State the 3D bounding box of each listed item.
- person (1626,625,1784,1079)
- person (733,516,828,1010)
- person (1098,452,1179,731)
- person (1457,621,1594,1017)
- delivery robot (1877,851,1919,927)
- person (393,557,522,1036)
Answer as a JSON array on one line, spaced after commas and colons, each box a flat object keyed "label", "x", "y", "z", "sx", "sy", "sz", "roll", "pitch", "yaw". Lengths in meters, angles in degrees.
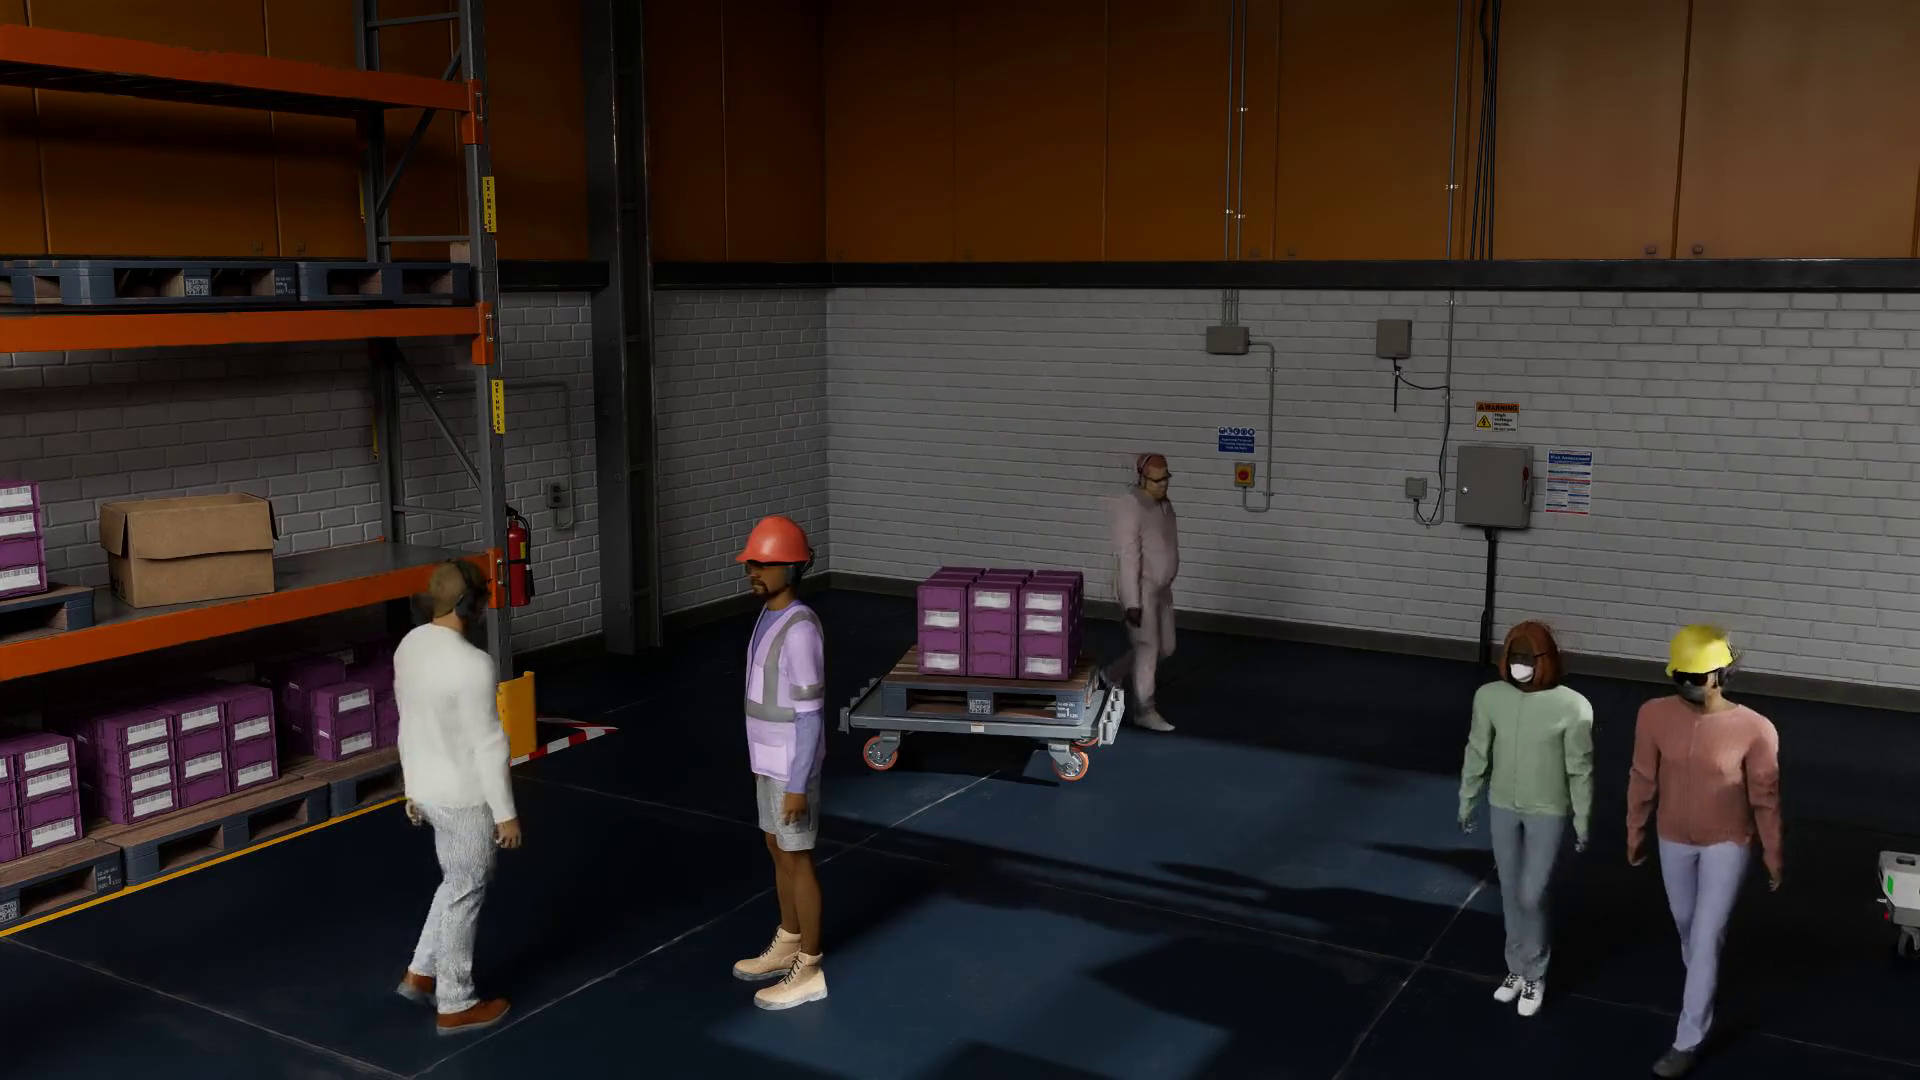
[{"label": "person", "x": 2.911, "y": 1.147, "z": 6.473, "sx": 0.561, "sy": 1.714, "sz": 0.905, "roll": 9, "pitch": 12, "yaw": 43}, {"label": "person", "x": -0.748, "y": 0.911, "z": 6.913, "sx": 0.363, "sy": 2.047, "sz": 0.613, "roll": -4, "pitch": 10, "yaw": -21}, {"label": "person", "x": 1.181, "y": 0.337, "z": 11.060, "sx": 0.567, "sy": 1.878, "sz": 0.652, "roll": 6, "pitch": 11, "yaw": 33}, {"label": "person", "x": 2.287, "y": 1.137, "z": 6.816, "sx": 0.532, "sy": 1.616, "sz": 0.482, "roll": 9, "pitch": 13, "yaw": 44}, {"label": "delivery robot", "x": 4.435, "y": 1.547, "z": 7.300, "sx": 0.707, "sy": 0.478, "sz": 0.477, "roll": 4, "pitch": 10, "yaw": 24}, {"label": "person", "x": -1.978, "y": 1.020, "z": 6.608, "sx": 0.430, "sy": 1.923, "sz": 0.640, "roll": -7, "pitch": 12, "yaw": -39}]
